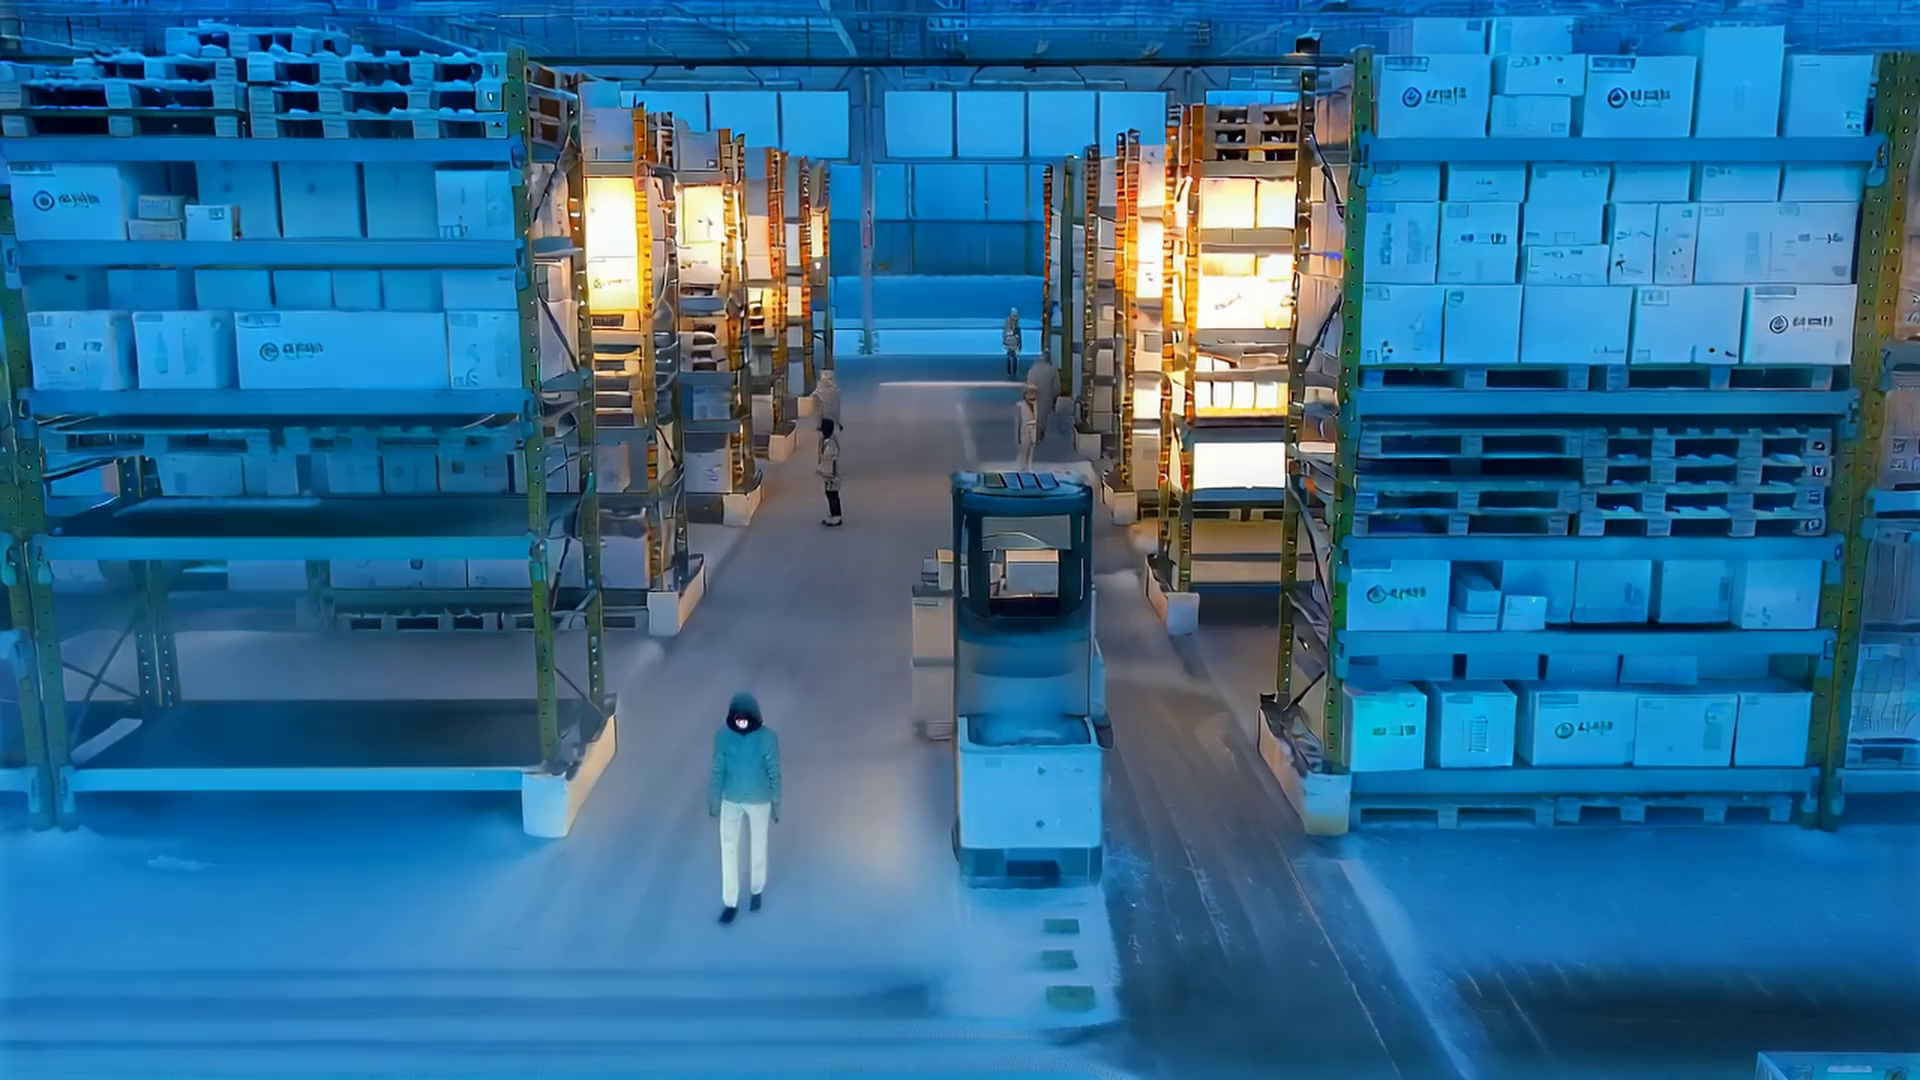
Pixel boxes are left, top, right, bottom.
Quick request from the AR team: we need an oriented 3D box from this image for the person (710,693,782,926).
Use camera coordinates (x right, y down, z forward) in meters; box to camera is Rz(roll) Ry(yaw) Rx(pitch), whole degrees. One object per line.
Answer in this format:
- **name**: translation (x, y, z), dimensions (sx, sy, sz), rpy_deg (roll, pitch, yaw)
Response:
- **person**: translation (-1.504, 1.870, 11.562), dimensions (0.526, 1.611, 0.640), rpy_deg (1, 11, 3)

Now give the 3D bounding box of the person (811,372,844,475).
- **person**: translation (-2.428, -2.162, 30.855), dimensions (0.641, 1.904, 0.401), rpy_deg (-7, 14, -33)

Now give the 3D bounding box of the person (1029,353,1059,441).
- **person**: translation (1.796, -3.049, 35.433), dimensions (0.616, 1.845, 1.085), rpy_deg (4, 12, 20)

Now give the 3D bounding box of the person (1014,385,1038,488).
- **person**: translation (1.162, -1.804, 29.211), dimensions (0.390, 1.847, 0.563), rpy_deg (8, 14, 34)

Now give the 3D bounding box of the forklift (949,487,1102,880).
- **forklift**: translation (0.495, 0.986, 12.813), dimensions (1.129, 2.768, 1.873), rpy_deg (0, 11, -2)

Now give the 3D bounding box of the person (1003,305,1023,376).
- **person**: translation (1.552, -5.840, 48.728), dimensions (0.605, 2.045, 0.381), rpy_deg (4, 12, 20)

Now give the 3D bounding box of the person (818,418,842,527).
- **person**: translation (-2.033, -1.056, 25.890), dimensions (0.320, 1.692, 0.529), rpy_deg (-6, 13, -25)
